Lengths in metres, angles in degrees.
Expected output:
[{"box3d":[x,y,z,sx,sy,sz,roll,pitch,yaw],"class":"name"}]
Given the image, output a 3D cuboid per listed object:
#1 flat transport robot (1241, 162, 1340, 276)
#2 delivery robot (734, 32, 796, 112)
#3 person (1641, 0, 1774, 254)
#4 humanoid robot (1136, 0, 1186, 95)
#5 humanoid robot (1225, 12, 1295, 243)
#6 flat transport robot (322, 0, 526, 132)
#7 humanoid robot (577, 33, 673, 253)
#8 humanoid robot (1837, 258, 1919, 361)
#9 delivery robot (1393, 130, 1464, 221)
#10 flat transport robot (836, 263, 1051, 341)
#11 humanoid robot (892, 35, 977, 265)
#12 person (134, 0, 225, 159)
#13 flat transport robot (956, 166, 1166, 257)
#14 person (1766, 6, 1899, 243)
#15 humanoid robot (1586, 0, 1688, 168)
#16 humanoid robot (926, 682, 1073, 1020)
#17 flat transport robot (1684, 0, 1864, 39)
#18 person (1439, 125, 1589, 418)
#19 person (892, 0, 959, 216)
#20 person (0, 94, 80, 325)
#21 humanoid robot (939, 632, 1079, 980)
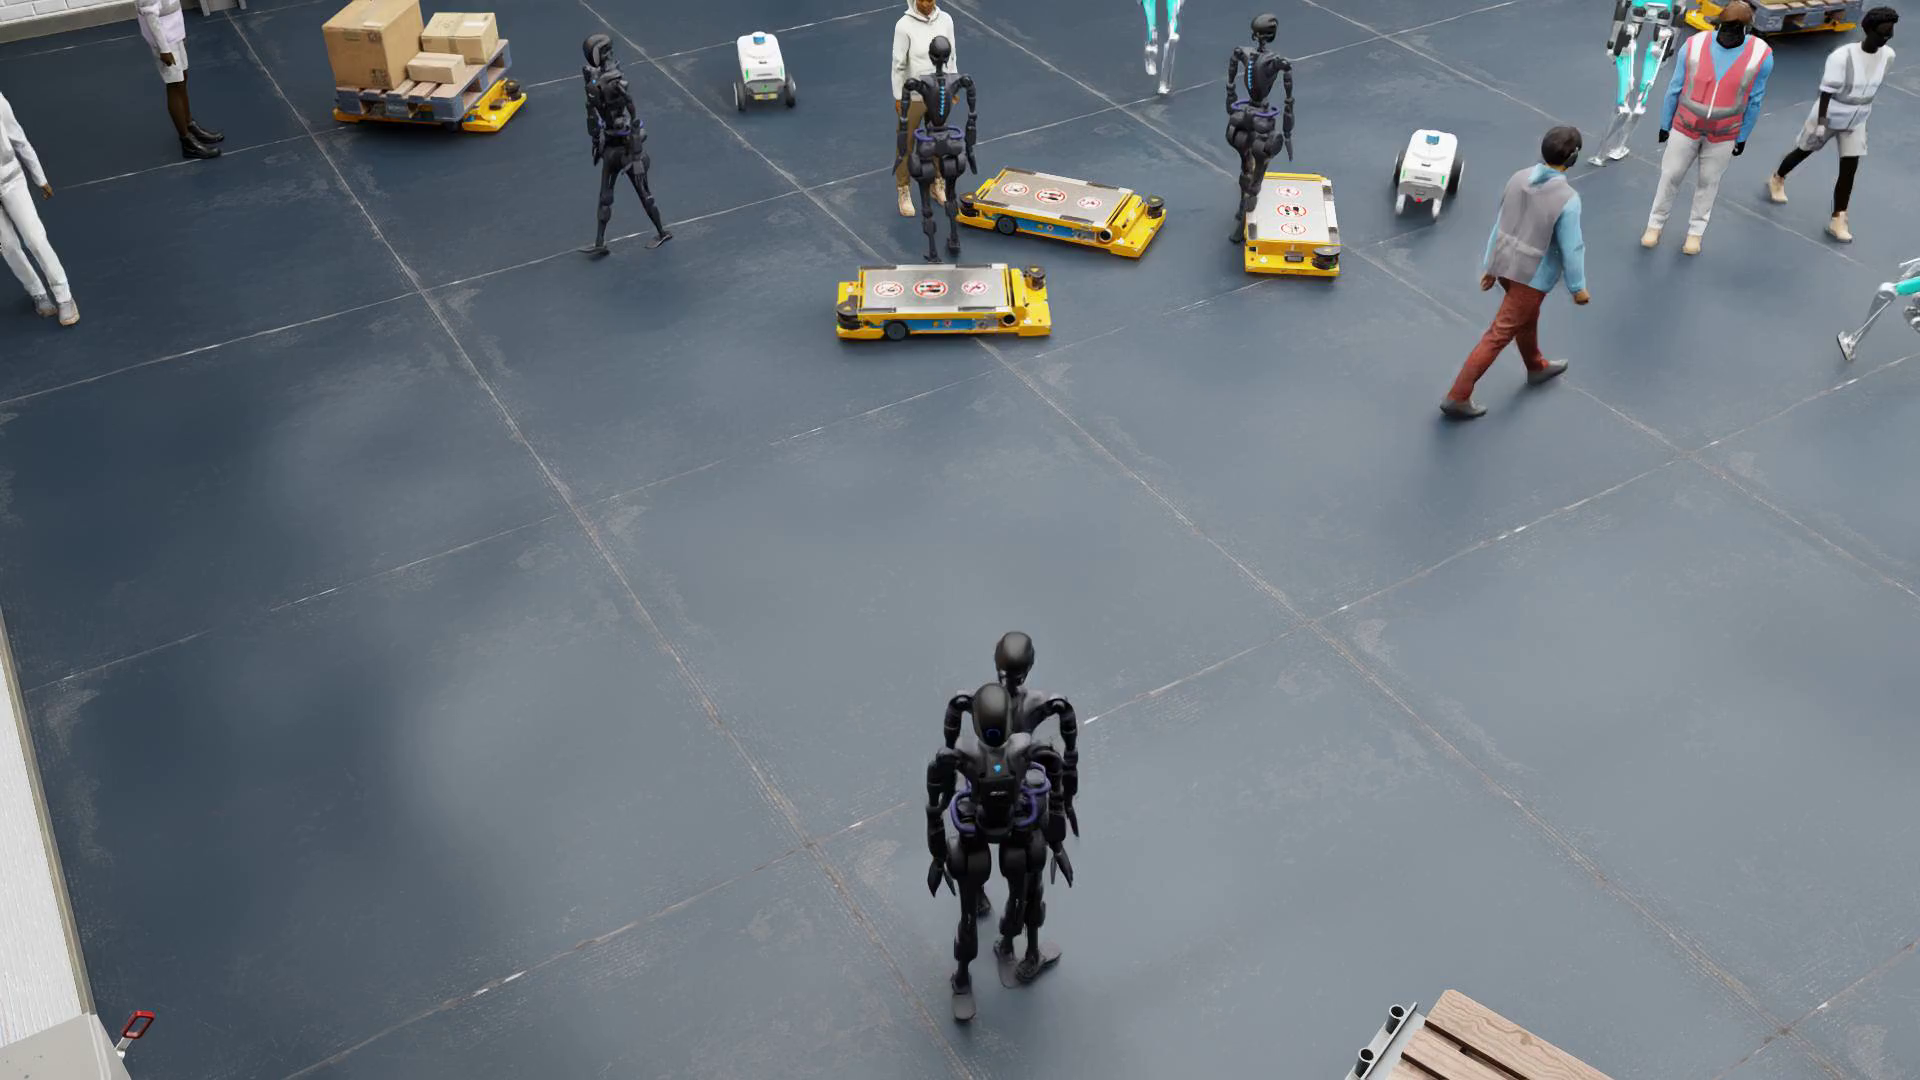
[{"box3d":[2.426,-2.376,12.289,0.659,0.231,1.431,4,39,5],"class":"flat transport robot"},{"box3d":[-1.682,-3.997,14.098,0.499,0.585,0.765,-7,39,-9],"class":"delivery robot"},{"box3d":[5.232,-2.890,11.685,0.623,1.835,0.433,17,41,20],"class":"person"},{"box3d":[1.677,-4.574,13.936,0.542,1.780,0.989,3,39,4],"class":"humanoid robot"},{"box3d":[2.154,-2.964,11.901,0.585,1.641,0.505,27,46,30],"class":"humanoid robot"},{"box3d":[-4.442,-3.679,13.934,1.431,0.231,0.659,6,39,7],"class":"flat transport robot"},{"box3d":[-2.414,-2.746,11.645,0.584,1.630,0.707,29,47,31],"class":"humanoid robot"},{"box3d":[6.116,-1.860,10.474,0.967,1.756,0.572,13,40,15],"class":"humanoid robot"},{"box3d":[3.547,-2.812,12.623,0.499,0.611,0.814,13,40,15],"class":"delivery robot"},{"box3d":[-0.116,-1.624,11.341,1.431,0.231,0.659,-1,38,-1],"class":"flat transport robot"},{"box3d":[-0.182,-2.719,11.589,0.607,1.652,0.397,-9,39,-12],"class":"humanoid robot"},{"box3d":[-6.137,-3.937,12.918,0.376,1.938,0.545,-7,39,-9],"class":"person"},{"box3d":[0.754,-2.451,12.384,1.431,0.231,0.659,15,41,18],"class":"flat transport robot"},{"box3d":[6.375,-3.091,12.077,0.532,1.649,0.896,-4,39,-5],"class":"person"},{"box3d":[5.279,-3.719,12.816,0.624,1.792,0.849,4,39,6],"class":"humanoid robot"},{"box3d":[0.166,1.241,6.593,0.592,1.653,0.416,-4,39,-5],"class":"humanoid robot"},{"box3d":[7.501,-4.873,15.441,1.431,0.231,0.659,-9,39,-11],"class":"flat transport robot"},{"box3d":[3.453,-1.608,10.078,1.056,1.816,0.555,-14,41,-17],"class":"person"},{"box3d":[-0.266,-3.270,12.212,0.518,1.765,0.376,-16,41,-19],"class":"person"},{"box3d":[-6.272,-2.237,10.834,0.611,1.863,0.682,-18,42,-22],"class":"person"},{"box3d":[0.185,1.064,6.827,0.615,1.632,0.632,0,38,0],"class":"humanoid robot"}]
